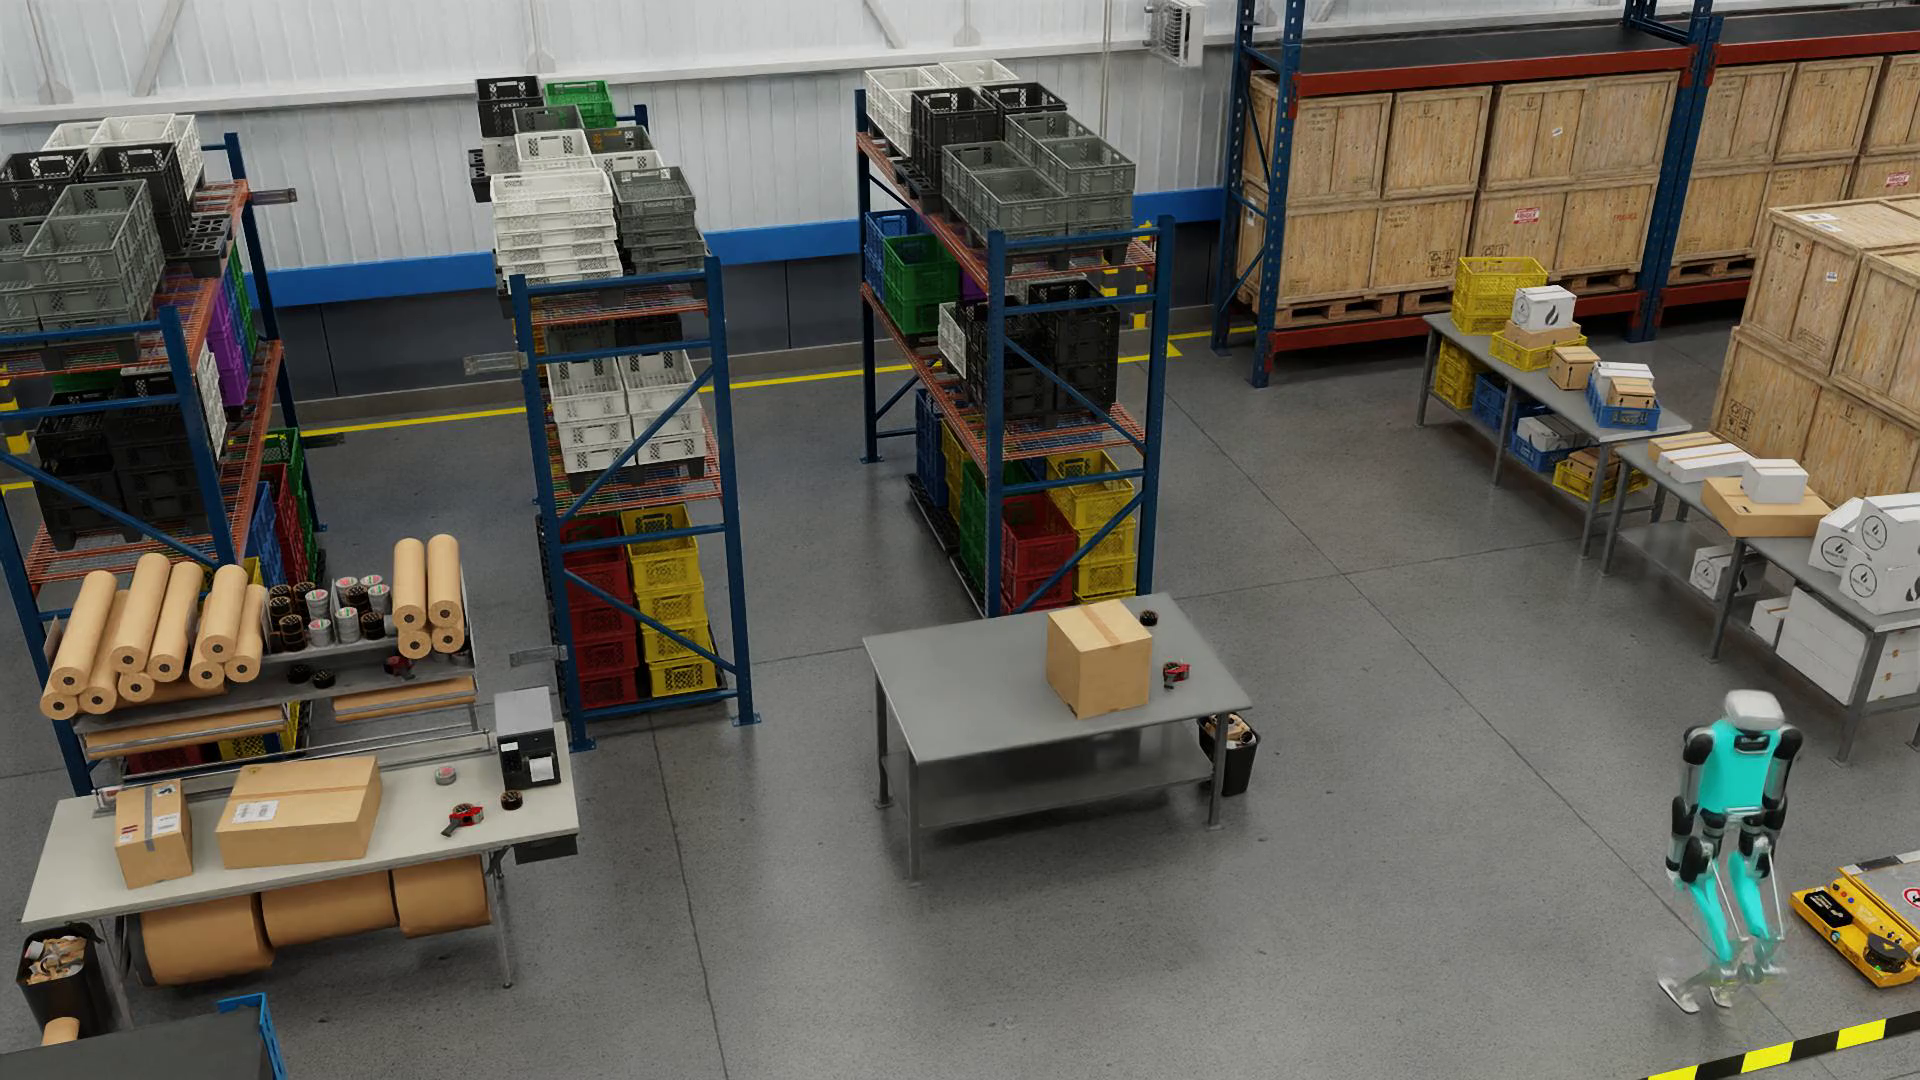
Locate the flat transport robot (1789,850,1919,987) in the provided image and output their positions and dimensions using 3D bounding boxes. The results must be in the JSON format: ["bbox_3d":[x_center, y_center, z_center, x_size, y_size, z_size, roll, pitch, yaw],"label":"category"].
[{"bbox_3d":[5.163,1.916,8.676,1.431,0.231,0.659,-8,30,-14],"label":"flat transport robot"}]

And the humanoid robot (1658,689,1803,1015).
[{"bbox_3d":[3.606,1.547,7.682,0.533,1.677,0.735,-2,29,-4],"label":"humanoid robot"}]
